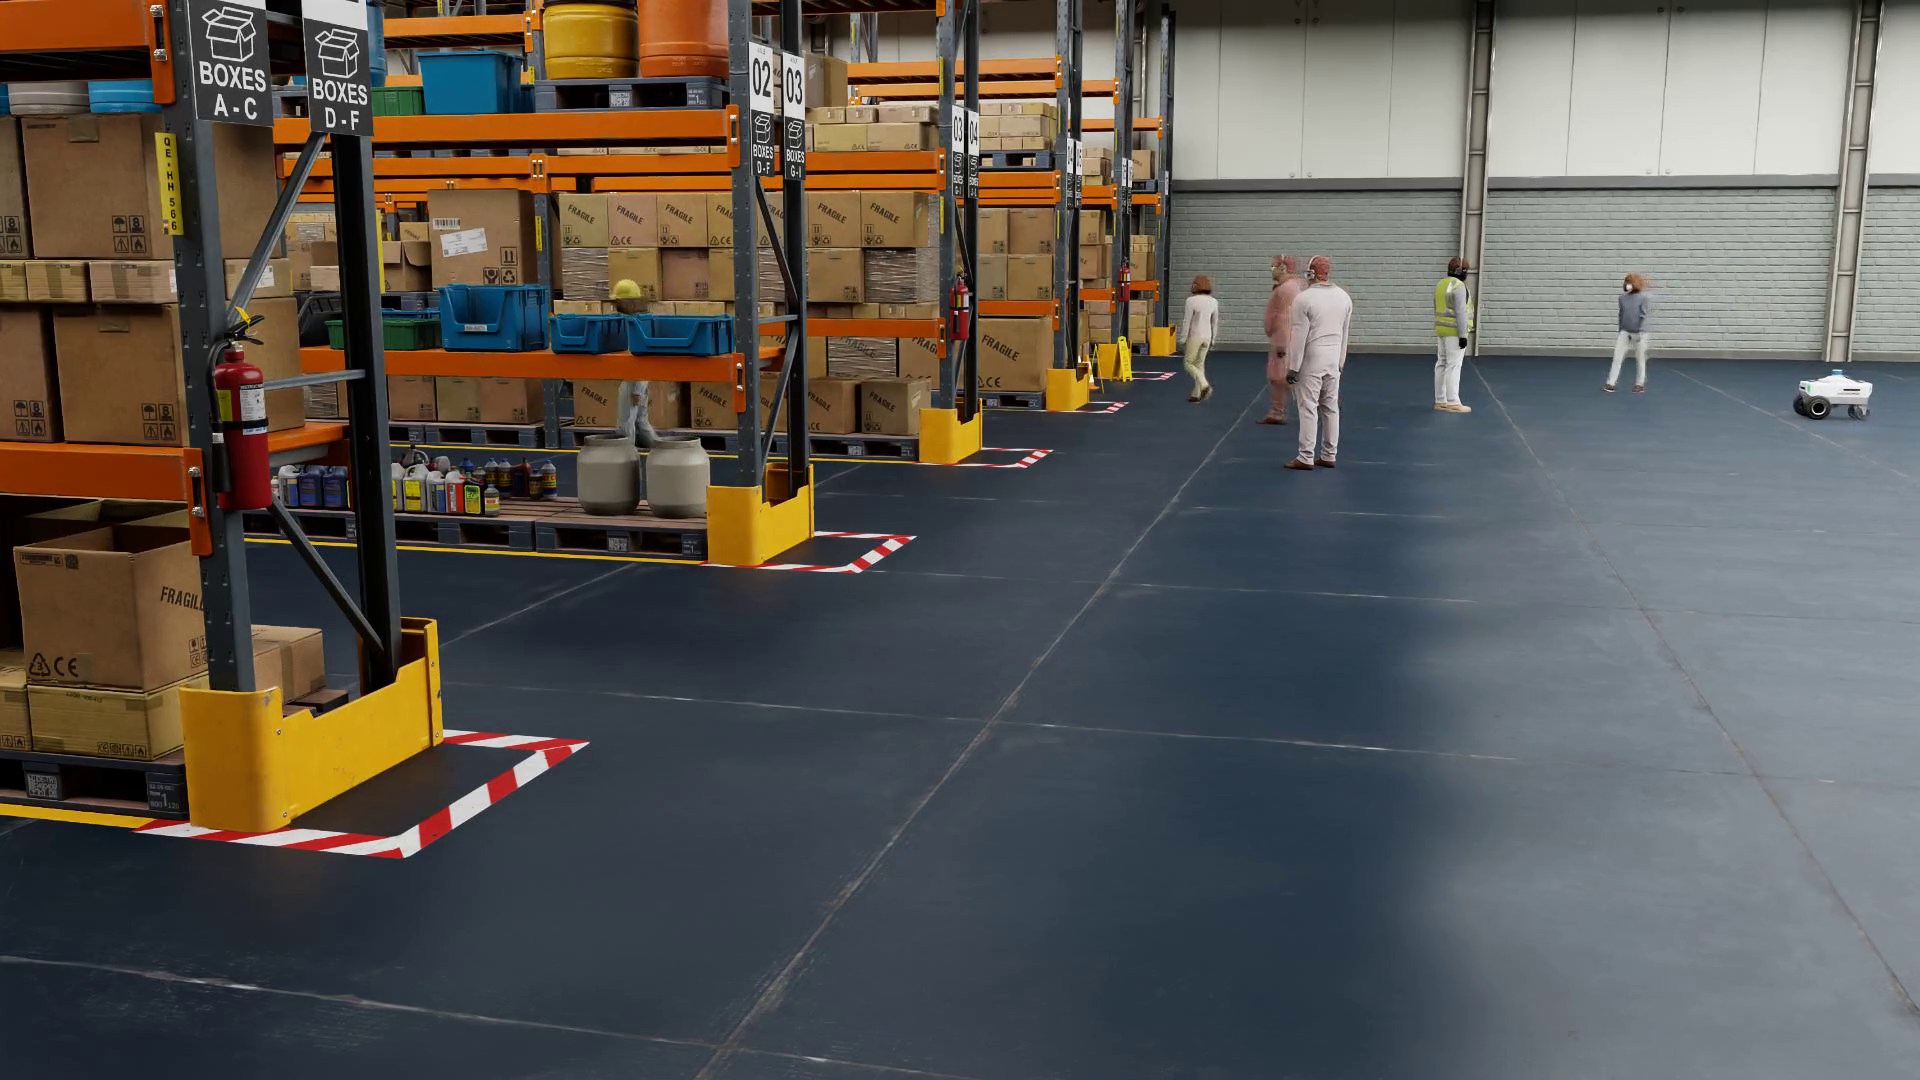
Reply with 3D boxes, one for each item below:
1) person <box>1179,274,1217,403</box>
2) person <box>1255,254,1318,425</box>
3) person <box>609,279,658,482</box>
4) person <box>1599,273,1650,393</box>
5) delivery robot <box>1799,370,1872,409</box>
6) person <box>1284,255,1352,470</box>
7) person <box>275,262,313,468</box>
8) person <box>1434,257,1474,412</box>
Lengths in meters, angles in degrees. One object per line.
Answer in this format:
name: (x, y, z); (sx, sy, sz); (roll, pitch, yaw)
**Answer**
person: (2.985, -2.495, 20.728); (0.535, 1.618, 0.562); (-7, 12, -34)
person: (3.603, -2.189, 18.277); (0.578, 1.896, 0.643); (2, 11, 13)
person: (-2.714, -1.301, 13.864); (0.515, 1.751, 0.493); (-2, 10, -8)
person: (8.893, -2.737, 22.146); (0.821, 1.593, 0.506); (-7, 13, -35)
delivery robot: (10.032, -1.708, 19.060); (0.707, 0.478, 0.477); (2, 10, 10)
person: (3.165, -1.572, 14.826); (0.642, 1.907, 0.410); (-6, 12, -31)
person: (-6.097, -1.587, 14.874); (0.477, 1.923, 0.647); (1, 10, 8)
person: (5.893, -2.444, 19.852); (0.429, 1.838, 0.621); (-2, 10, -11)
